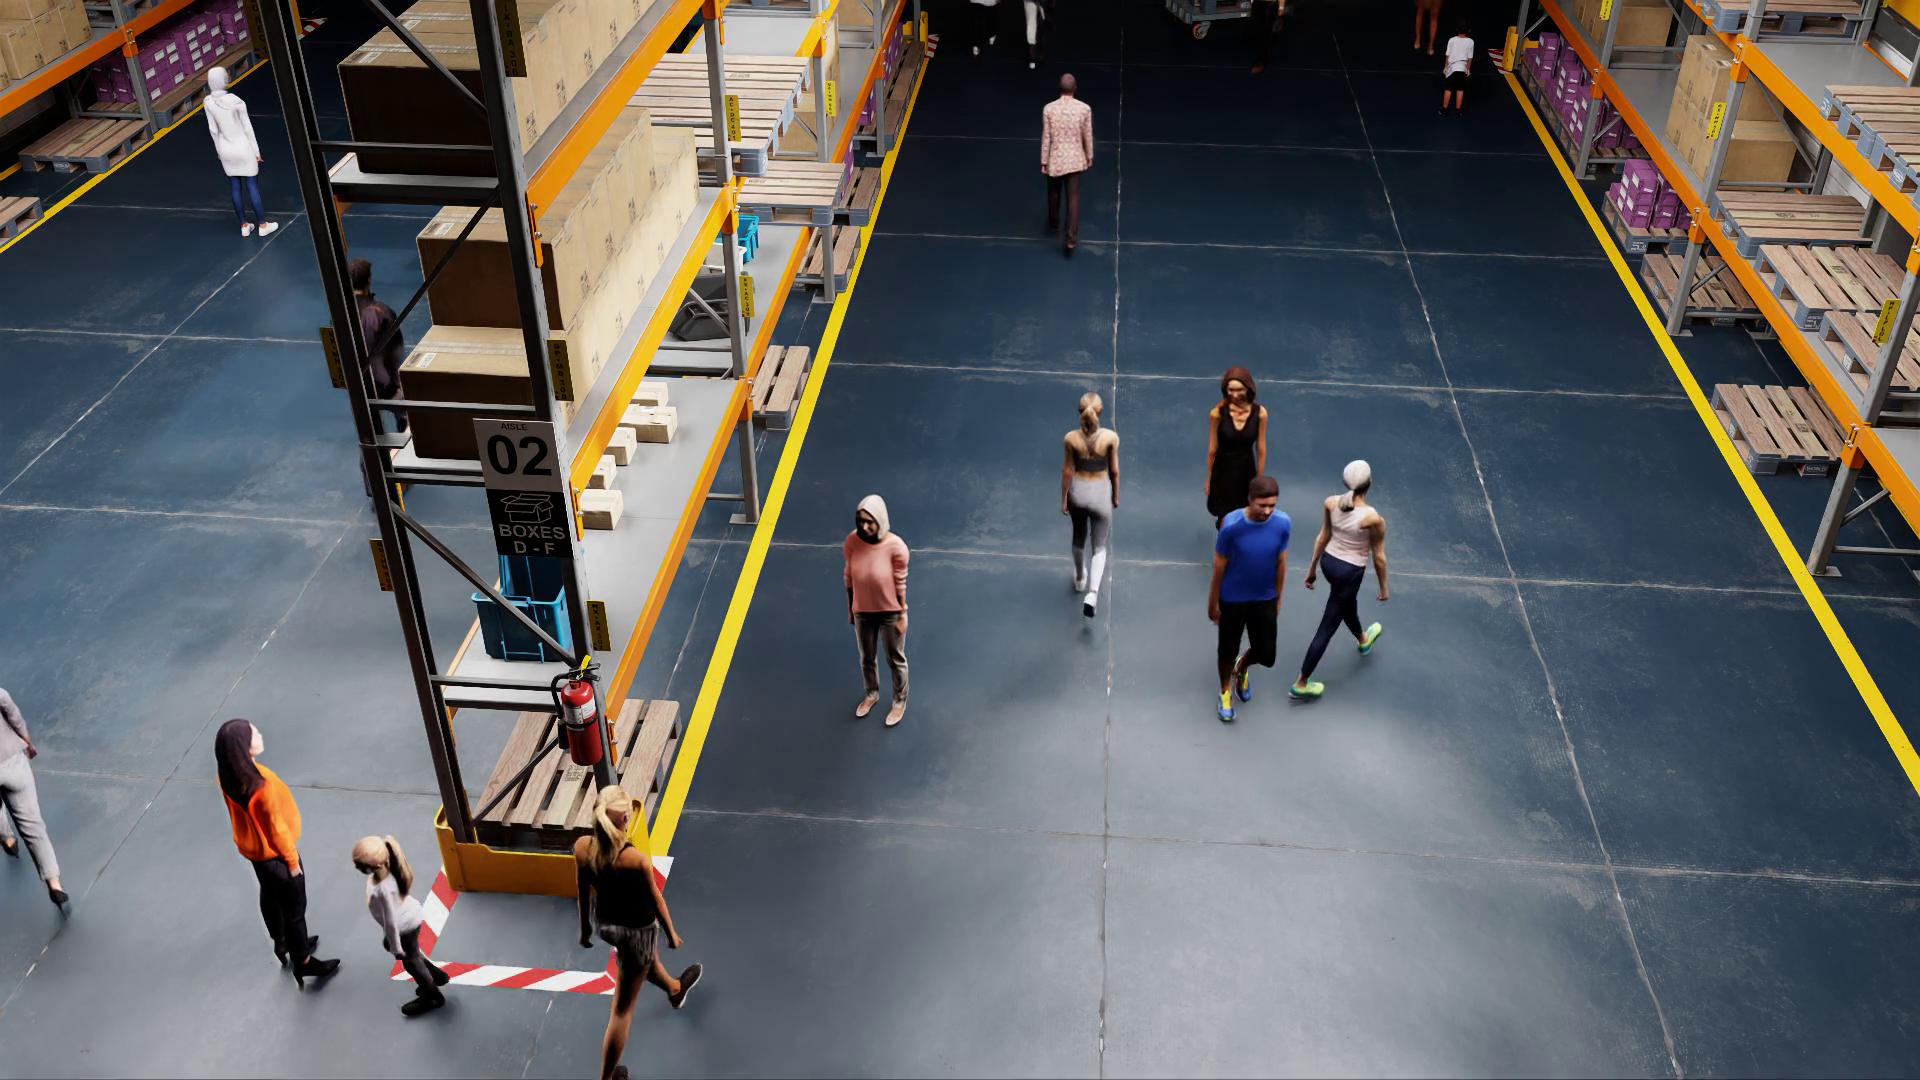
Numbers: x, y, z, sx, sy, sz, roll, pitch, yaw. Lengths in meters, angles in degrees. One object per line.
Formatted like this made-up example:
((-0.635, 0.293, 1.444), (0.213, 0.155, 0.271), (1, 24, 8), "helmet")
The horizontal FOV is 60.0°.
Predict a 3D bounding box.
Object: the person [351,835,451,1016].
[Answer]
((-2.868, 1.992, 8.719), (0.632, 1.264, 0.539), (-6, 34, -9), "person")

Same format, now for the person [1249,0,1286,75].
((4.089, -7.093, 21.958), (0.968, 1.738, 1.065), (27, 42, 34), "person")

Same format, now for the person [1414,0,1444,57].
((6.381, -7.493, 22.630), (0.584, 1.662, 0.888), (3, 34, 5), "person")

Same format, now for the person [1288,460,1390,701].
((2.443, 0.312, 10.908), (1.225, 1.638, 1.196), (-22, 39, -29), "person")

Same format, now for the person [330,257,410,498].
((-4.600, -1.236, 13.000), (0.725, 1.901, 1.189), (2, 34, 3), "person")

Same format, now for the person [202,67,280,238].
((-7.537, -4.035, 17.325), (0.606, 1.776, 0.518), (3, 34, 5), "person")

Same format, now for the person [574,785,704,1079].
((-1.694, 2.004, 8.225), (0.935, 1.790, 1.286), (15, 36, 21), "person")

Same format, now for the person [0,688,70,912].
((-5.349, 1.386, 9.301), (1.070, 1.629, 1.175), (-22, 39, -29), "person")

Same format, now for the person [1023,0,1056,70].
((0.992, -7.153, 21.929), (0.746, 1.872, 0.700), (8, 35, 12), "person")

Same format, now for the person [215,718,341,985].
((-3.663, 1.641, 8.810), (0.705, 1.748, 0.737), (26, 41, 33), "person")

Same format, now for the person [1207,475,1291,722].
((1.835, 0.313, 10.715), (0.678, 1.851, 0.726), (-1, 34, -1), "person")

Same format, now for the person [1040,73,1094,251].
((1.087, -3.824, 17.013), (0.798, 1.769, 1.200), (-1, 34, -1), "person")

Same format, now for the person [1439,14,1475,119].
((6.140, -5.847, 20.514), (0.514, 1.262, 0.532), (8, 34, 12), "person")

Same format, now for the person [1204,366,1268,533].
((1.933, -0.451, 11.901), (0.641, 1.811, 0.932), (-2, 34, -3), "person")

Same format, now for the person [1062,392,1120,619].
((0.901, -0.229, 11.683), (0.592, 1.682, 1.004), (4, 34, 6), "person")

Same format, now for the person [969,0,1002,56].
((0.304, -7.389, 22.489), (0.662, 1.644, 1.108), (4, 34, 5), "person")

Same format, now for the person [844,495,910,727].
((-0.511, 0.432, 10.650), (0.636, 1.724, 0.596), (11, 35, 15), "person")
